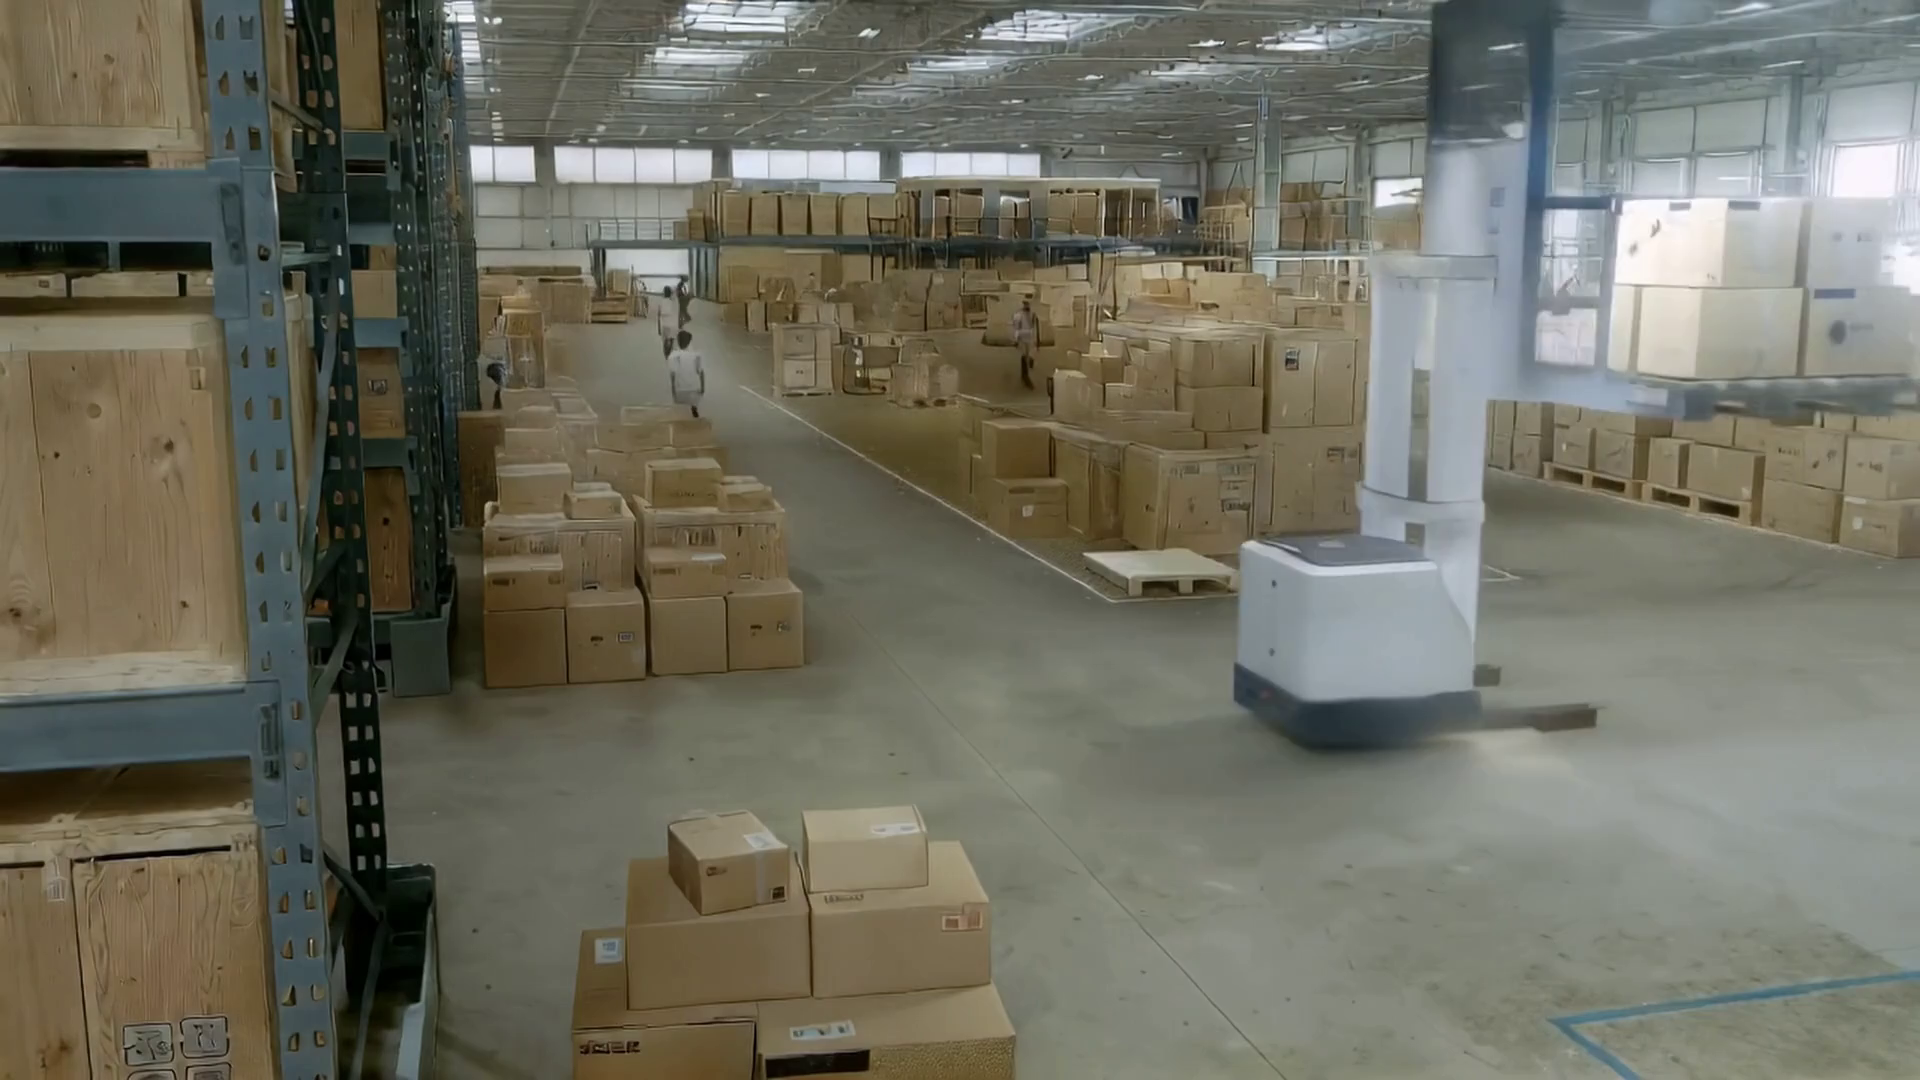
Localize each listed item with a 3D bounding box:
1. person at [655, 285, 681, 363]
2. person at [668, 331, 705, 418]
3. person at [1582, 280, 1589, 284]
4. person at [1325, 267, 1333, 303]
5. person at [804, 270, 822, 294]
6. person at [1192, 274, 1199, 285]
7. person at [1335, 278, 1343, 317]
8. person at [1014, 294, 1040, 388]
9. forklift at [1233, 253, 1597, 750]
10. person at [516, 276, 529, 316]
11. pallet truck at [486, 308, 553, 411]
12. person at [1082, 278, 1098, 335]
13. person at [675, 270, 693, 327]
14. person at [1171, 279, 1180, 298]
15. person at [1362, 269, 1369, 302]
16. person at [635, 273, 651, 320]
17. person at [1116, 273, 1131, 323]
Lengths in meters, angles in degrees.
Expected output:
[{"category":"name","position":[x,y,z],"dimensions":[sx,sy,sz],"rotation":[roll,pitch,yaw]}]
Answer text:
[{"category":"person","position":[-7.189,-5.294,40.825],"dimensions":[0.618,1.944,0.852],"rotation":[1,10,6]},{"category":"person","position":[-3.911,-2.186,23.997],"dimensions":[0.538,1.662,0.774],"rotation":[-5,11,-25]},{"category":"person","position":[21.232,-8.001,56.769],"dimensions":[0.527,1.730,0.892],"rotation":[-4,11,-21]},{"category":"person","position":[16.117,-10.951,72.760],"dimensions":[0.478,1.991,0.614],"rotation":[4,11,21]},{"category":"person","position":[-5.337,-8.823,60.557],"dimensions":[0.611,2.027,0.420],"rotation":[-4,11,-19]},{"category":"person","position":[9.073,-9.264,63.738],"dimensions":[0.710,1.797,0.641],"rotation":[-2,10,-11]},{"category":"person","position":[14.439,-9.226,63.808],"dimensions":[0.538,1.679,0.697],"rotation":[-8,13,-37]},{"category":"person","position":[1.339,-4.063,33.935],"dimensions":[0.548,1.915,0.831],"rotation":[-4,11,-20]},{"category":"forklift","position":[2.705,-0.297,9.858],"dimensions":[1.873,2.768,1.129],"rotation":[-3,10,-15]},{"category":"person","position":[-14.262,-7.634,54.131],"dimensions":[0.688,1.912,0.549],"rotation":[-9,14,-43]},{"category":"pallet truck","position":[-6.242,-2.418,24.362],"dimensions":[0.823,1.965,1.885],"rotation":[1,10,3]},{"category":"person","position":[4.250,-7.575,53.952],"dimensions":[0.521,1.864,0.335],"rotation":[7,12,33]},{"category":"person","position":[-9.912,-8.614,59.328],"dimensions":[0.698,2.000,0.537],"rotation":[10,14,43]},{"category":"person","position":[7.166,-7.703,54.904],"dimensions":[0.623,1.792,1.008],"rotation":[-6,12,-31]},{"category":"person","position":[19.303,-12.051,79.107],"dimensions":[0.569,1.920,0.602],"rotation":[-10,14,-44]},{"category":"person","position":[-12.405,-9.541,65.113],"dimensions":[0.586,1.855,0.885],"rotation":[-2,10,-9]},{"category":"person","position":[6.115,-9.122,62.637],"dimensions":[0.636,1.904,0.968],"rotation":[-9,13,-41]}]
